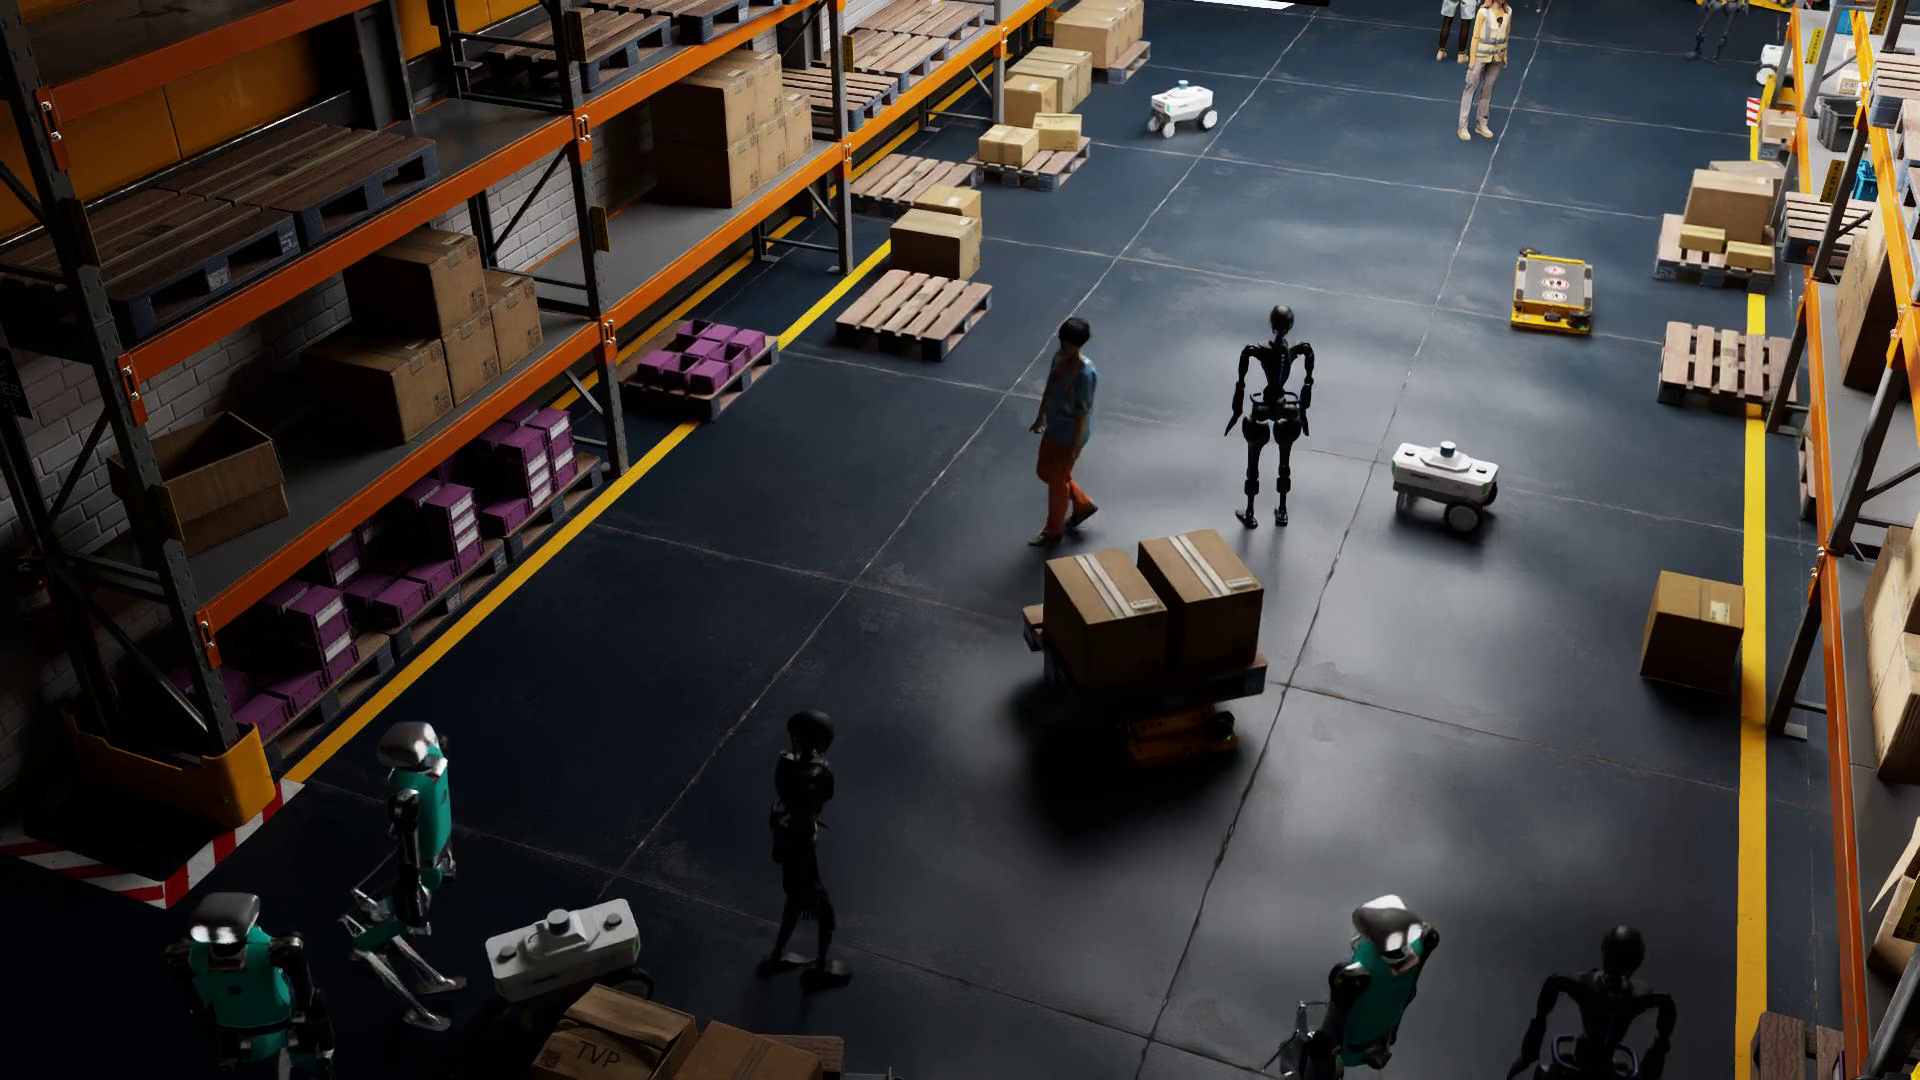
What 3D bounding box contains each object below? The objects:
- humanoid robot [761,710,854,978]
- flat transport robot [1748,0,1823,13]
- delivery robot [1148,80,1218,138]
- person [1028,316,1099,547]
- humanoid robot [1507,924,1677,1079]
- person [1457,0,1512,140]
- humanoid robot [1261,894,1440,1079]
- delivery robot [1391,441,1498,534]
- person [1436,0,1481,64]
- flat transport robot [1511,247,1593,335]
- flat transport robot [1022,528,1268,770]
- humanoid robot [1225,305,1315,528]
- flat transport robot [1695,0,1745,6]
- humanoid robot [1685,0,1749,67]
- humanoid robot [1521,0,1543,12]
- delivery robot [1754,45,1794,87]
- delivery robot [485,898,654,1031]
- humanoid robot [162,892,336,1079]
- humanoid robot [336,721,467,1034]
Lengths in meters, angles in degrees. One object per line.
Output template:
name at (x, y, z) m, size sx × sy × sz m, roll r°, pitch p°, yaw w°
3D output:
humanoid robot at (-0.777, 1.480, 8.023) m, size 0.458 × 1.652 × 0.614 m, roll -6°, pitch 33°, yaw -10°
flat transport robot at (11.814, -7.729, 23.553) m, size 1.431 × 0.231 × 0.659 m, roll -25°, pitch 40°, yaw -33°
delivery robot at (2.544, -4.930, 18.972) m, size 0.805 × 0.609 × 0.499 m, roll -20°, pitch 38°, yaw -28°
person at (0.726, -0.752, 11.395) m, size 0.527 × 1.746 × 0.549 m, roll -12°, pitch 35°, yaw -18°
humanoid robot at (2.600, 2.254, 6.858) m, size 0.586 × 1.651 × 0.729 m, roll 7°, pitch 34°, yaw 11°
person at (5.864, -5.347, 18.476) m, size 0.461 × 1.778 × 0.308 m, roll -10°, pitch 34°, yaw -15°
humanoid robot at (1.518, 2.095, 7.049) m, size 0.542 × 1.829 × 0.741 m, roll -21°, pitch 38°, yaw -29°
delivery robot at (3.505, -0.424, 11.990) m, size 0.772 × 0.601 × 0.525 m, roll 16°, pitch 36°, yaw 23°
person at (6.314, -6.854, 20.889) m, size 0.533 × 1.691 × 0.319 m, roll 20°, pitch 38°, yaw 28°
flat transport robot at (5.376, -2.263, 15.094) m, size 0.659 × 0.231 × 1.431 m, roll 10°, pitch 34°, yaw 15°
flat transport robot at (1.111, 0.852, 10.274) m, size 0.659 × 0.231 × 1.431 m, roll -10°, pitch 34°, yaw -15°
humanoid robot at (2.168, -0.868, 11.627) m, size 0.599 × 1.655 × 0.315 m, roll -2°, pitch 33°, yaw -4°
flat transport robot at (10.630, -7.954, 23.901) m, size 0.659 × 0.231 × 1.431 m, roll -5°, pitch 33°, yaw -8°
humanoid robot at (9.578, -6.791, 20.811) m, size 0.603 × 1.647 × 0.472 m, roll 8°, pitch 34°, yaw 13°
humanoid robot at (7.963, -8.091, 22.810) m, size 0.537 × 1.801 × 0.725 m, roll 15°, pitch 36°, yaw 22°
delivery robot at (10.149, -5.822, 20.355) m, size 0.811 × 0.613 × 0.499 m, roll 16°, pitch 36°, yaw 23°
delivery robot at (-1.922, 2.042, 8.155) m, size 0.741 × 0.582 × 0.520 m, roll -14°, pitch 35°, yaw -20°
humanoid robot at (-2.895, 2.071, 7.140) m, size 0.546 × 1.888 × 0.786 m, roll -4°, pitch 33°, yaw -6°
humanoid robot at (-2.644, 1.564, 7.738) m, size 0.728 × 1.712 × 0.540 m, roll 1°, pitch 33°, yaw 2°
